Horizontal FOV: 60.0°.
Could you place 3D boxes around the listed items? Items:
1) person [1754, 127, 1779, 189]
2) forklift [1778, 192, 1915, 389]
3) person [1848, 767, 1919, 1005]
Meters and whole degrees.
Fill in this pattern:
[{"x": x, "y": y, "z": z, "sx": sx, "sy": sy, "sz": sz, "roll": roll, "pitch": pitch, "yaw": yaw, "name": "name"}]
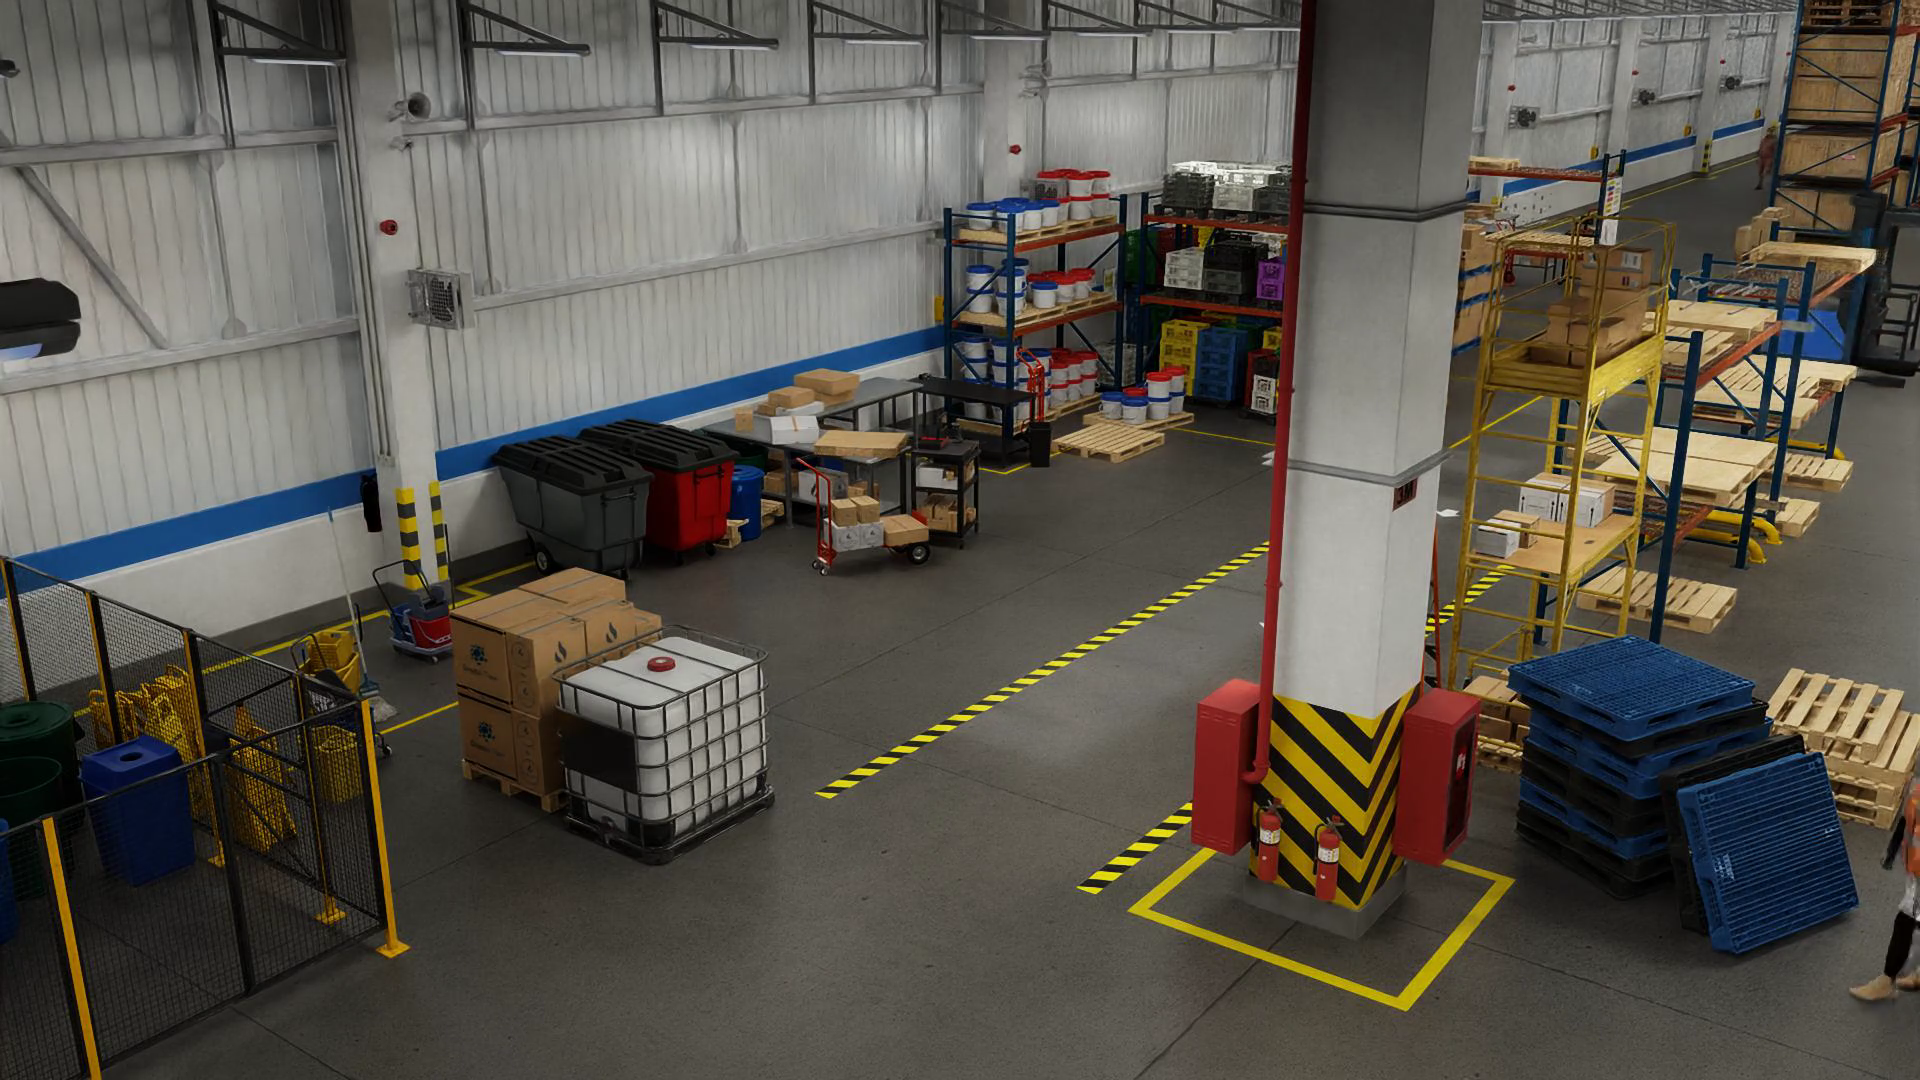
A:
[{"x": 24.788, "y": -11.713, "z": 51.036, "sx": 0.528, "sy": 1.890, "sz": 0.654, "roll": -8, "pitch": 20, "yaw": -23, "name": "person"}, {"x": 13.746, "y": -3.887, "z": 25.515, "sx": 1.873, "sy": 2.768, "sz": 1.129, "roll": 13, "pitch": 22, "yaw": 34, "name": "forklift"}, {"x": 5.519, "y": 1.914, "z": 9.666, "sx": 0.726, "sy": 1.666, "sz": 0.560, "roll": 0, "pitch": 18, "yaw": 1, "name": "person"}]
